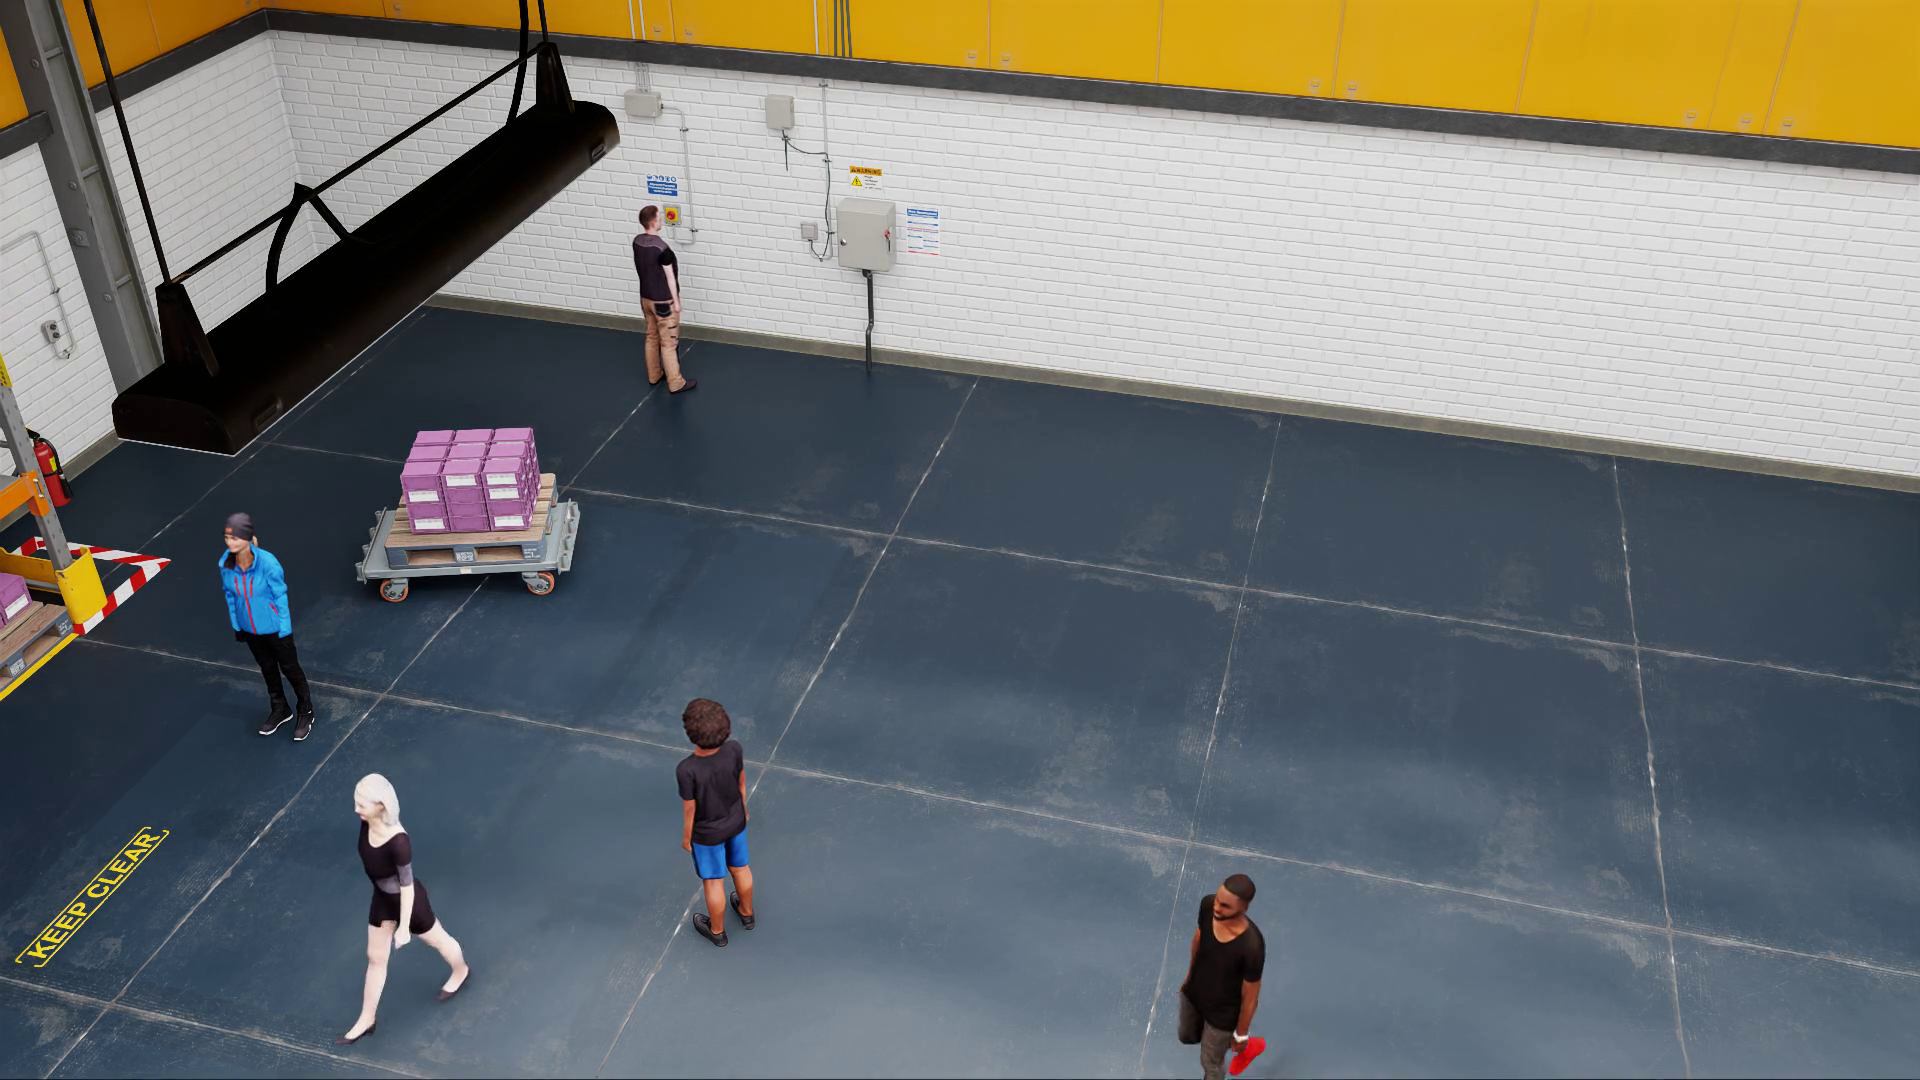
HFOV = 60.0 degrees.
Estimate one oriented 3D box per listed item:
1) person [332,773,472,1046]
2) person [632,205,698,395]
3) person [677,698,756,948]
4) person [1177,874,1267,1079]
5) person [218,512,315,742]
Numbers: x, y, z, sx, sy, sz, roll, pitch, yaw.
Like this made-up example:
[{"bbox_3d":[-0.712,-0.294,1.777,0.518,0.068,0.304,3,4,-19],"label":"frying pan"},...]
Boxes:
[{"bbox_3d":[-3.046,1.987,9.344,0.923,1.796,1.182,25,41,33],"label":"person"},{"bbox_3d":[-2.863,-2.291,15.738,0.777,1.841,0.769,28,42,35],"label":"person"},{"bbox_3d":[-1.432,1.667,9.822,0.689,1.799,0.768,-25,41,-32],"label":"person"},{"bbox_3d":[1.426,2.389,8.741,1.022,1.792,0.972,-16,37,-23],"label":"person"},{"bbox_3d":[-4.776,0.590,11.443,0.618,1.797,0.520,7,34,11],"label":"person"}]
